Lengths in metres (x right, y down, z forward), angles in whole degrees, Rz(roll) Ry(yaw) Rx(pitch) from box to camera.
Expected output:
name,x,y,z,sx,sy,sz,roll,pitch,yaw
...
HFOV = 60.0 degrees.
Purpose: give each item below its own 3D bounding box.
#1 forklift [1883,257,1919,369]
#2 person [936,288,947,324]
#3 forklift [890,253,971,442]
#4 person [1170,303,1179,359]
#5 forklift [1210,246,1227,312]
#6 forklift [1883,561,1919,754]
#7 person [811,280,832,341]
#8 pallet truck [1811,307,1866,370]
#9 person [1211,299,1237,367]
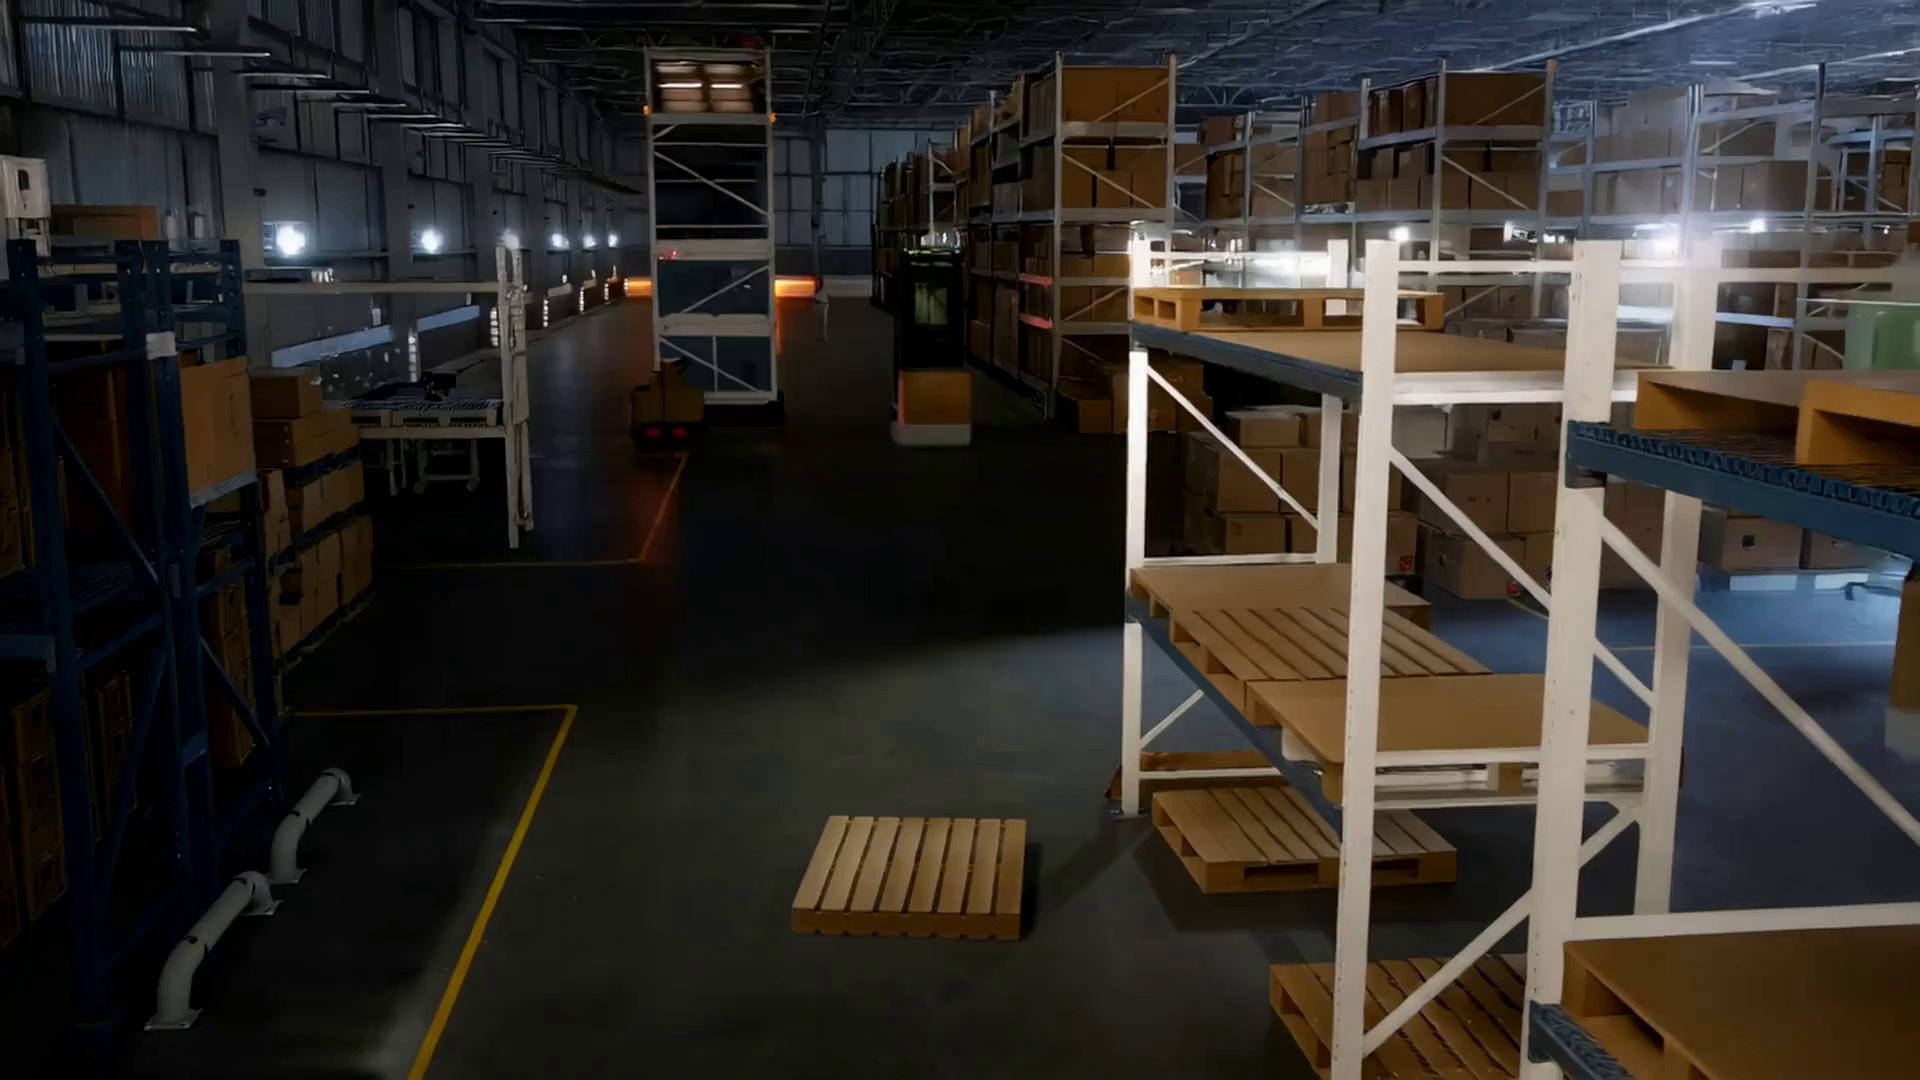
name,x,y,z,sx,sy,sz,roll,pitch,yaw
forklift,11.289,-1.921,19.577,1.873,2.768,1.129,-1,10,-6
person,-0.528,-6.631,49.194,0.348,1.614,0.511,-2,10,-10
forklift,-0.451,-2.973,25.406,1.129,2.768,1.873,-1,10,-6
person,5.530,-5.478,42.757,0.548,1.617,0.610,0,10,2
forklift,9.110,-9.146,59.612,1.129,2.768,1.873,-1,10,-6
forklift,6.346,-0.184,9.954,1.129,2.768,1.873,7,12,34
person,-4.182,-6.936,50.309,0.657,1.819,0.450,1,10,4
pallet truck,15.846,-3.142,28.793,1.885,1.965,0.823,2,10,12
person,6.343,-5.043,39.910,0.645,1.781,0.990,0,10,-1
